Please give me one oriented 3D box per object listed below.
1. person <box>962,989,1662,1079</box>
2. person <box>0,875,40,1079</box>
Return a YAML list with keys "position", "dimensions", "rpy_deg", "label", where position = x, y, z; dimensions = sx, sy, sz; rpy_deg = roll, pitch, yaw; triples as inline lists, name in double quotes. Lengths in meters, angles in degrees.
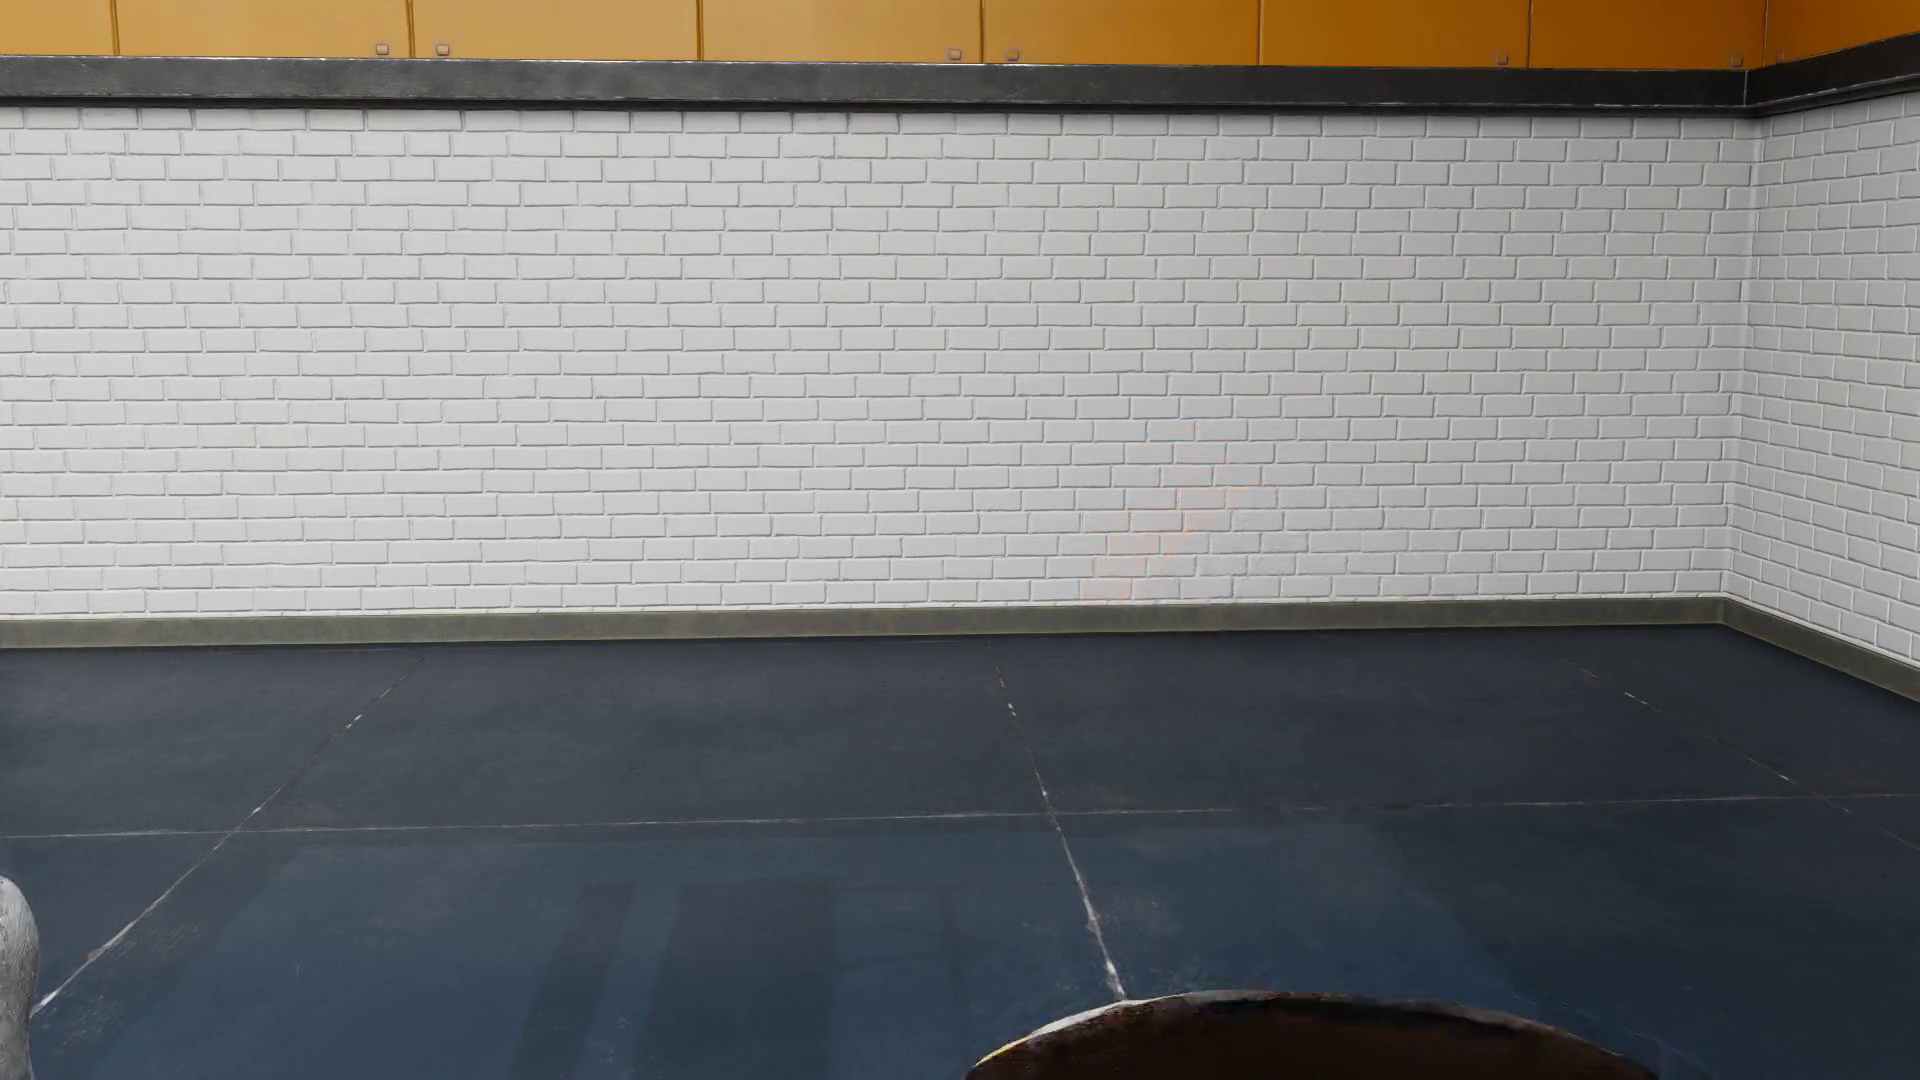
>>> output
- position: [0.234, 0.911, 1.012]
  dimensions: [0.578, 1.918, 0.416]
  rpy_deg: [1, 9, 6]
  label: "person"
- position: [-1.058, 0.898, 1.449]
  dimensions: [0.516, 1.816, 0.948]
  rpy_deg: [-4, 10, -25]
  label: "person"
